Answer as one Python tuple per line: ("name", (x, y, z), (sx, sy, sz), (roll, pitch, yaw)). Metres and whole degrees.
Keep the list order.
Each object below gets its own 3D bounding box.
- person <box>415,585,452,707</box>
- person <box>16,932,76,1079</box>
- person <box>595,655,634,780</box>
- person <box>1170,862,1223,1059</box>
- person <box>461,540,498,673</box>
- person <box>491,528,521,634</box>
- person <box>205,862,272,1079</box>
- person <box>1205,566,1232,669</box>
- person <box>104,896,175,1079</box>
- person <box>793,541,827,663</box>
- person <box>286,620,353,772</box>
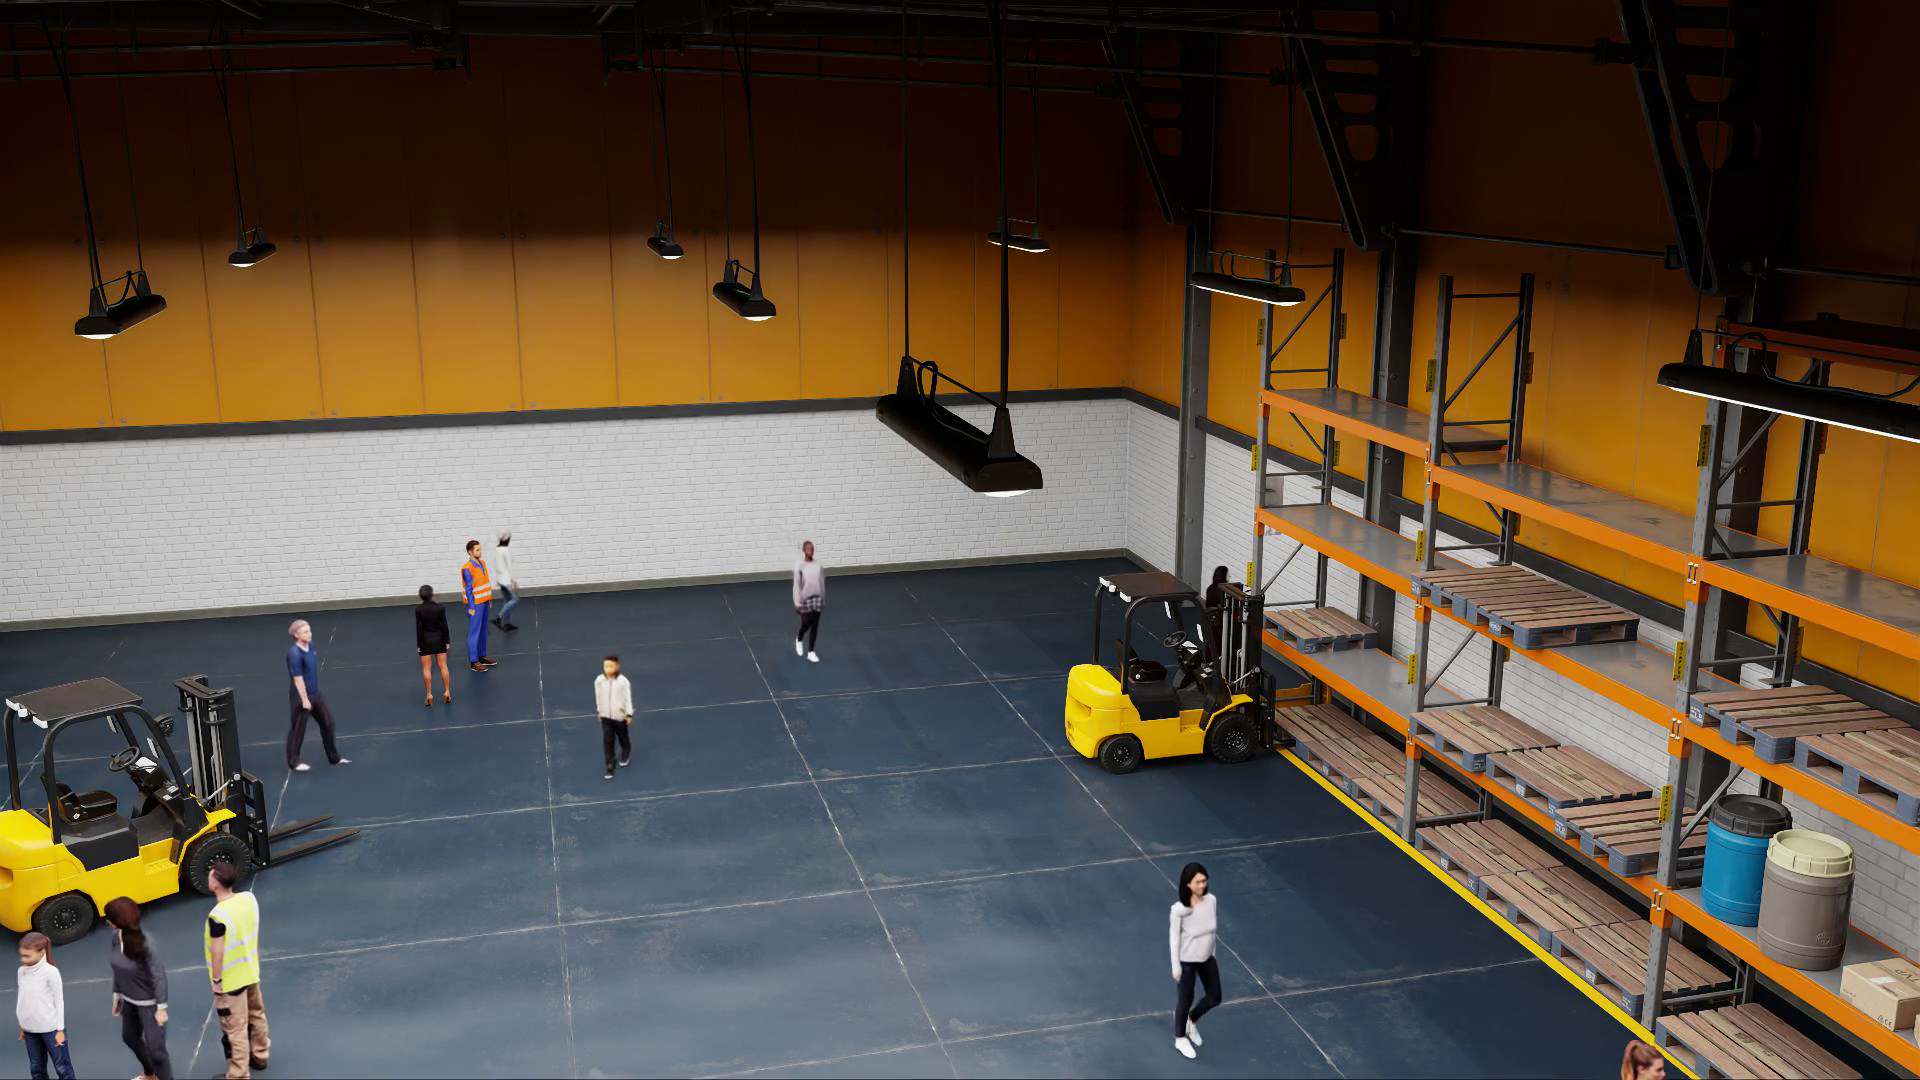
("person", (-6.954, 1.381, 21.921), (0.612, 1.640, 0.633), (-6, 15, -24))
("person", (-6.938, 3.676, 12.617), (0.615, 1.558, 0.636), (2, 14, 10))
("person", (-4.061, 2.038, 19.632), (0.764, 1.440, 1.009), (0, 14, 1))
("person", (1.855, 3.383, 13.551), (0.704, 1.688, 0.706), (-8, 16, -29))
("person", (-6.793, 0.902, 23.425), (0.846, 1.864, 0.710), (3, 14, 11))
("person", (-6.900, 0.627, 25.036), (0.777, 1.640, 0.816), (13, 18, 42))
("person", (-5.723, 3.409, 13.117), (0.892, 1.841, 0.803), (3, 14, 12))
("person", (3.483, 1.204, 22.406), (0.772, 1.756, 0.614), (-7, 15, -27))
("person", (-6.223, 3.540, 12.760), (0.949, 1.754, 0.989), (3, 14, 13))
("person", (-2.183, 0.856, 23.827), (0.736, 1.763, 0.824), (-8, 16, -31))
("person", (-7.792, 1.844, 19.581), (0.960, 1.841, 1.003), (2, 14, 8))
